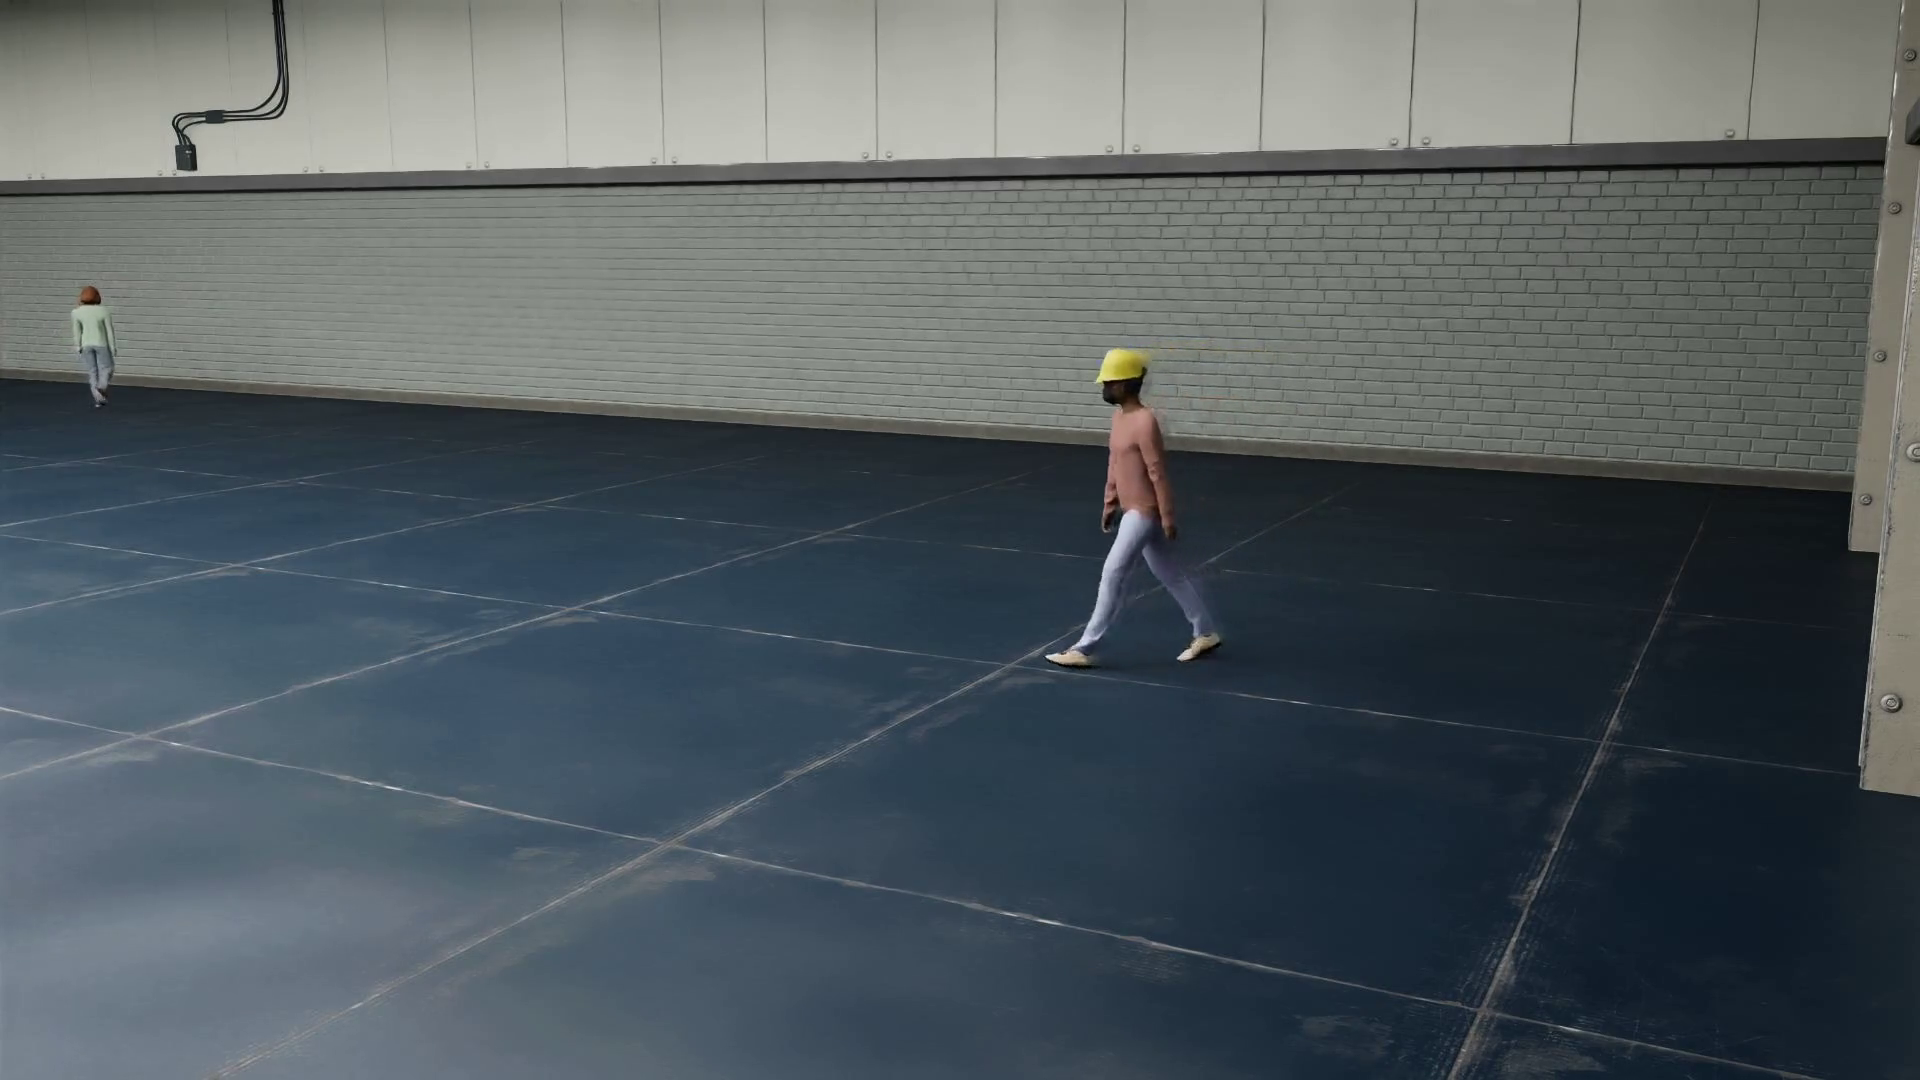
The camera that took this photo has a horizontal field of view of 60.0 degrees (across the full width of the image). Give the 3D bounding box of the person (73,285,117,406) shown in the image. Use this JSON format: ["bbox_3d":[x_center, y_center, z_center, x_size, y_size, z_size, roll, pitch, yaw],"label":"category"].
[{"bbox_3d":[-11.606,-2.601,22.340,0.517,1.621,0.361,-1,10,-6],"label":"person"}]

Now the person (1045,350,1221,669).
[{"bbox_3d":[0.971,-0.160,8.854,0.994,1.707,0.538,-2,11,-9],"label":"person"}]
